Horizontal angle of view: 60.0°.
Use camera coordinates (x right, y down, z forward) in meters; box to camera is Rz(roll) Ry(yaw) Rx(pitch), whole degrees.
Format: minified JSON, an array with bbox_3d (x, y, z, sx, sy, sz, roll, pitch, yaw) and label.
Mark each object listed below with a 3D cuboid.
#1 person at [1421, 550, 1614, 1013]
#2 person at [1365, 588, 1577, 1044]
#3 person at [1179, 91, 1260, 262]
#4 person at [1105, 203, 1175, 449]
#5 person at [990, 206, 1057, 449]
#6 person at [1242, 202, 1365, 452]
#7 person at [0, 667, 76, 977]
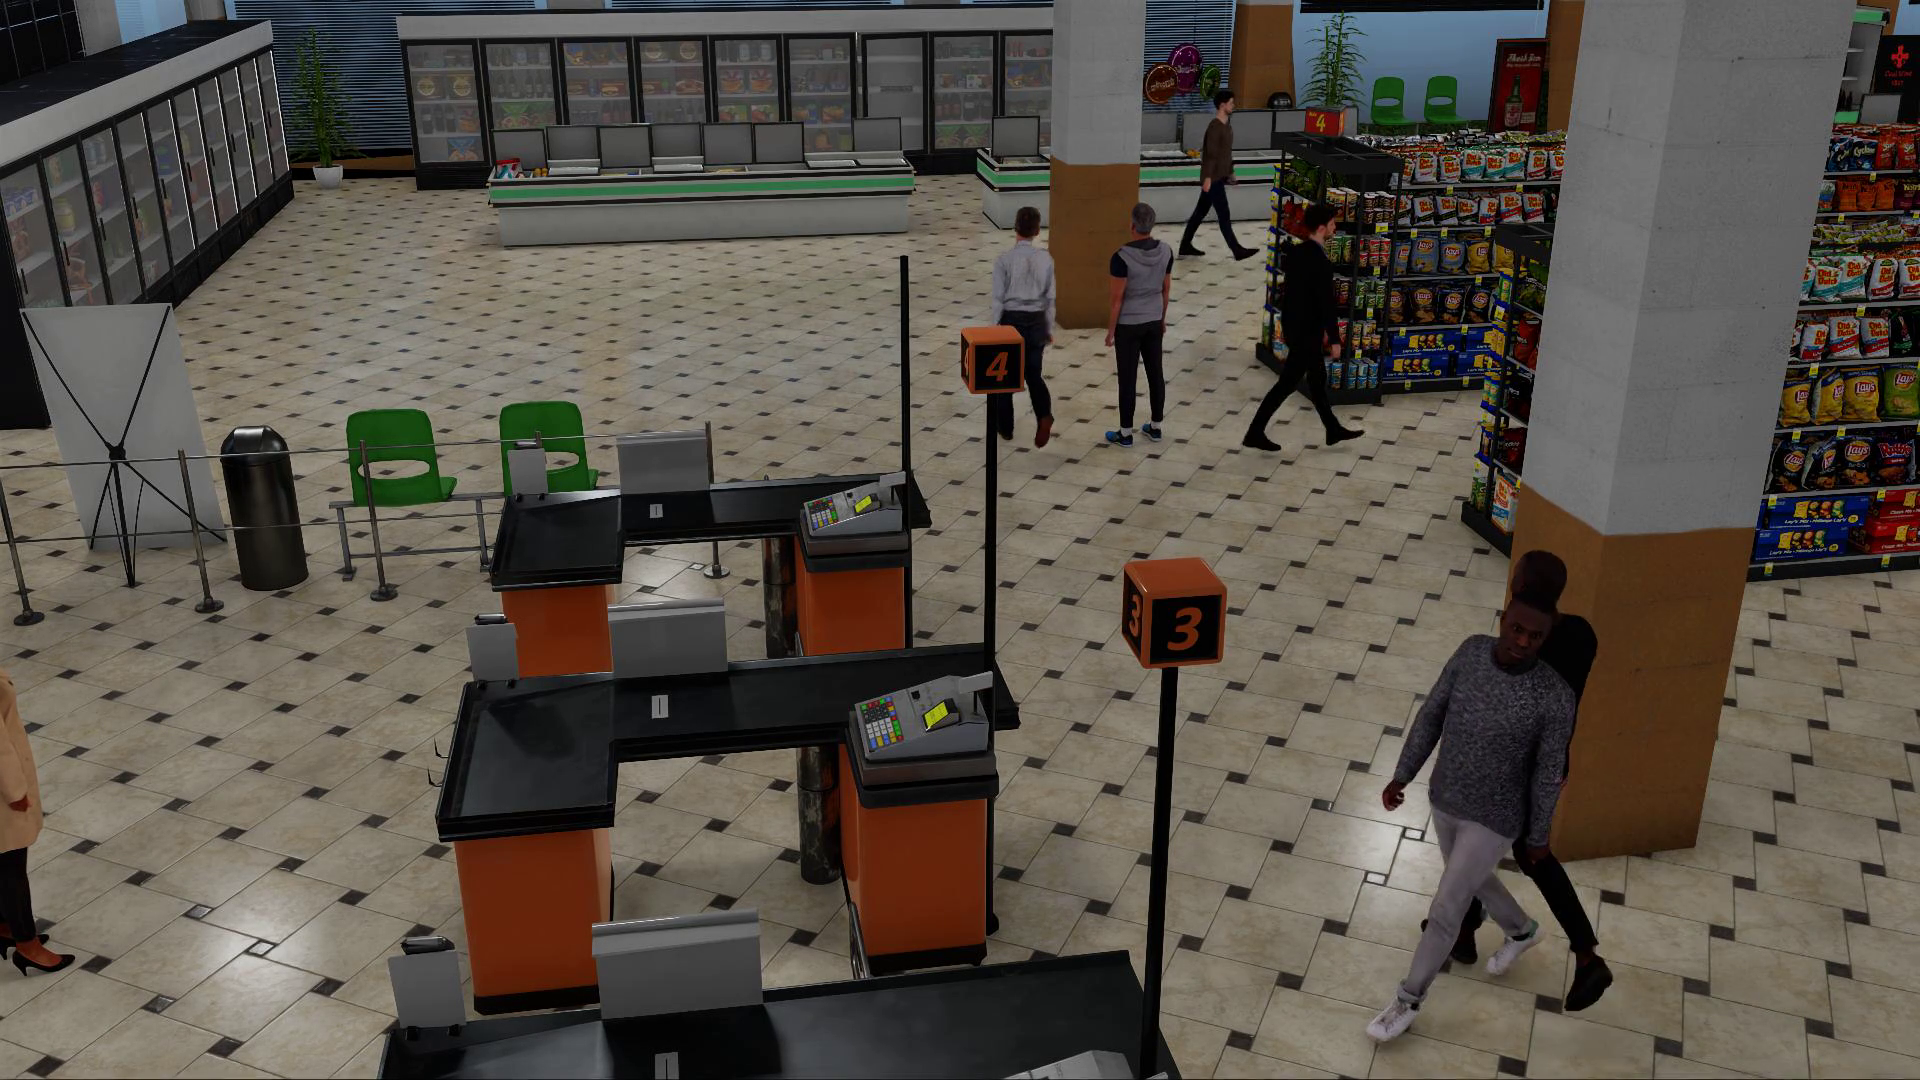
[{"bbox_3d":[2.153,0.928,6.214,1.131,1.797,0.954,-11,24,-26],"label":"person"},{"bbox_3d":[1.961,0.970,6.093,1.268,1.811,1.009,-10,24,-23],"label":"person"},{"bbox_3d":[2.727,-3.990,18.412,1.249,1.829,1.011,7,23,17],"label":"person"},{"bbox_3d":[1.357,-1.612,12.493,0.615,1.829,0.811,-10,24,-24],"label":"person"},{"bbox_3d":[0.488,-1.551,12.390,1.026,1.792,0.797,-7,23,-17],"label":"person"},{"bbox_3d":[2.454,-1.499,12.197,1.206,1.840,0.723,-4,22,-11],"label":"person"},{"bbox_3d":[-3.747,0.915,6.400,0.708,1.682,0.734,19,29,39],"label":"person"}]
